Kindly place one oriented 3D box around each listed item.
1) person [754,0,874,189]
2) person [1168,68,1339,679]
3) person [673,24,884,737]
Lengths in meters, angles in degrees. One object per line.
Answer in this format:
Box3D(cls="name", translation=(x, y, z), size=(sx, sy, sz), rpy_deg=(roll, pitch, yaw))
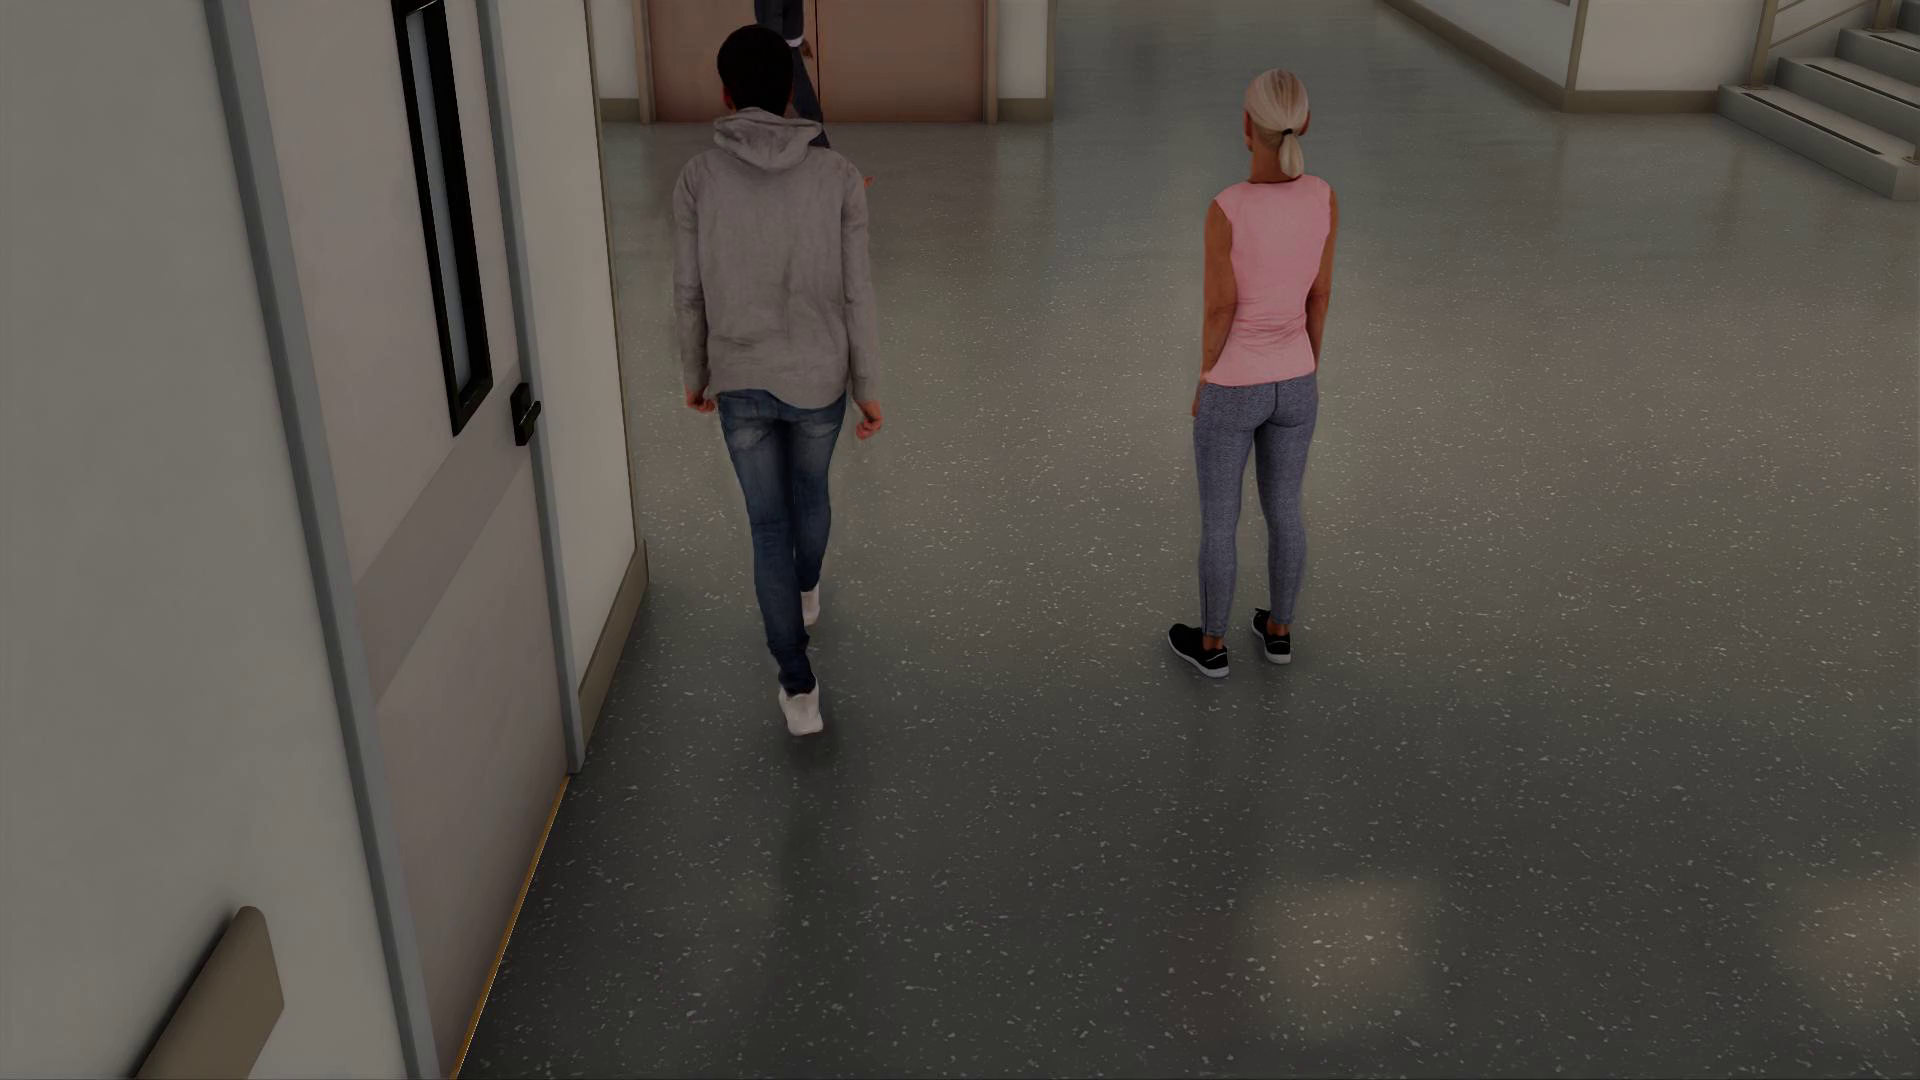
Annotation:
Box3D(cls="person", translation=(-1.108, -2.769, 9.467), size=(1.075, 1.731, 0.783), rpy_deg=(-7, 27, -14))
Box3D(cls="person", translation=(0.829, -0.429, 4.621), size=(0.553, 1.726, 0.675), rpy_deg=(-7, 27, -15))
Box3D(cls="person", translation=(-0.479, -0.355, 4.385), size=(1.261, 1.798, 0.931), rpy_deg=(-5, 26, -10))
